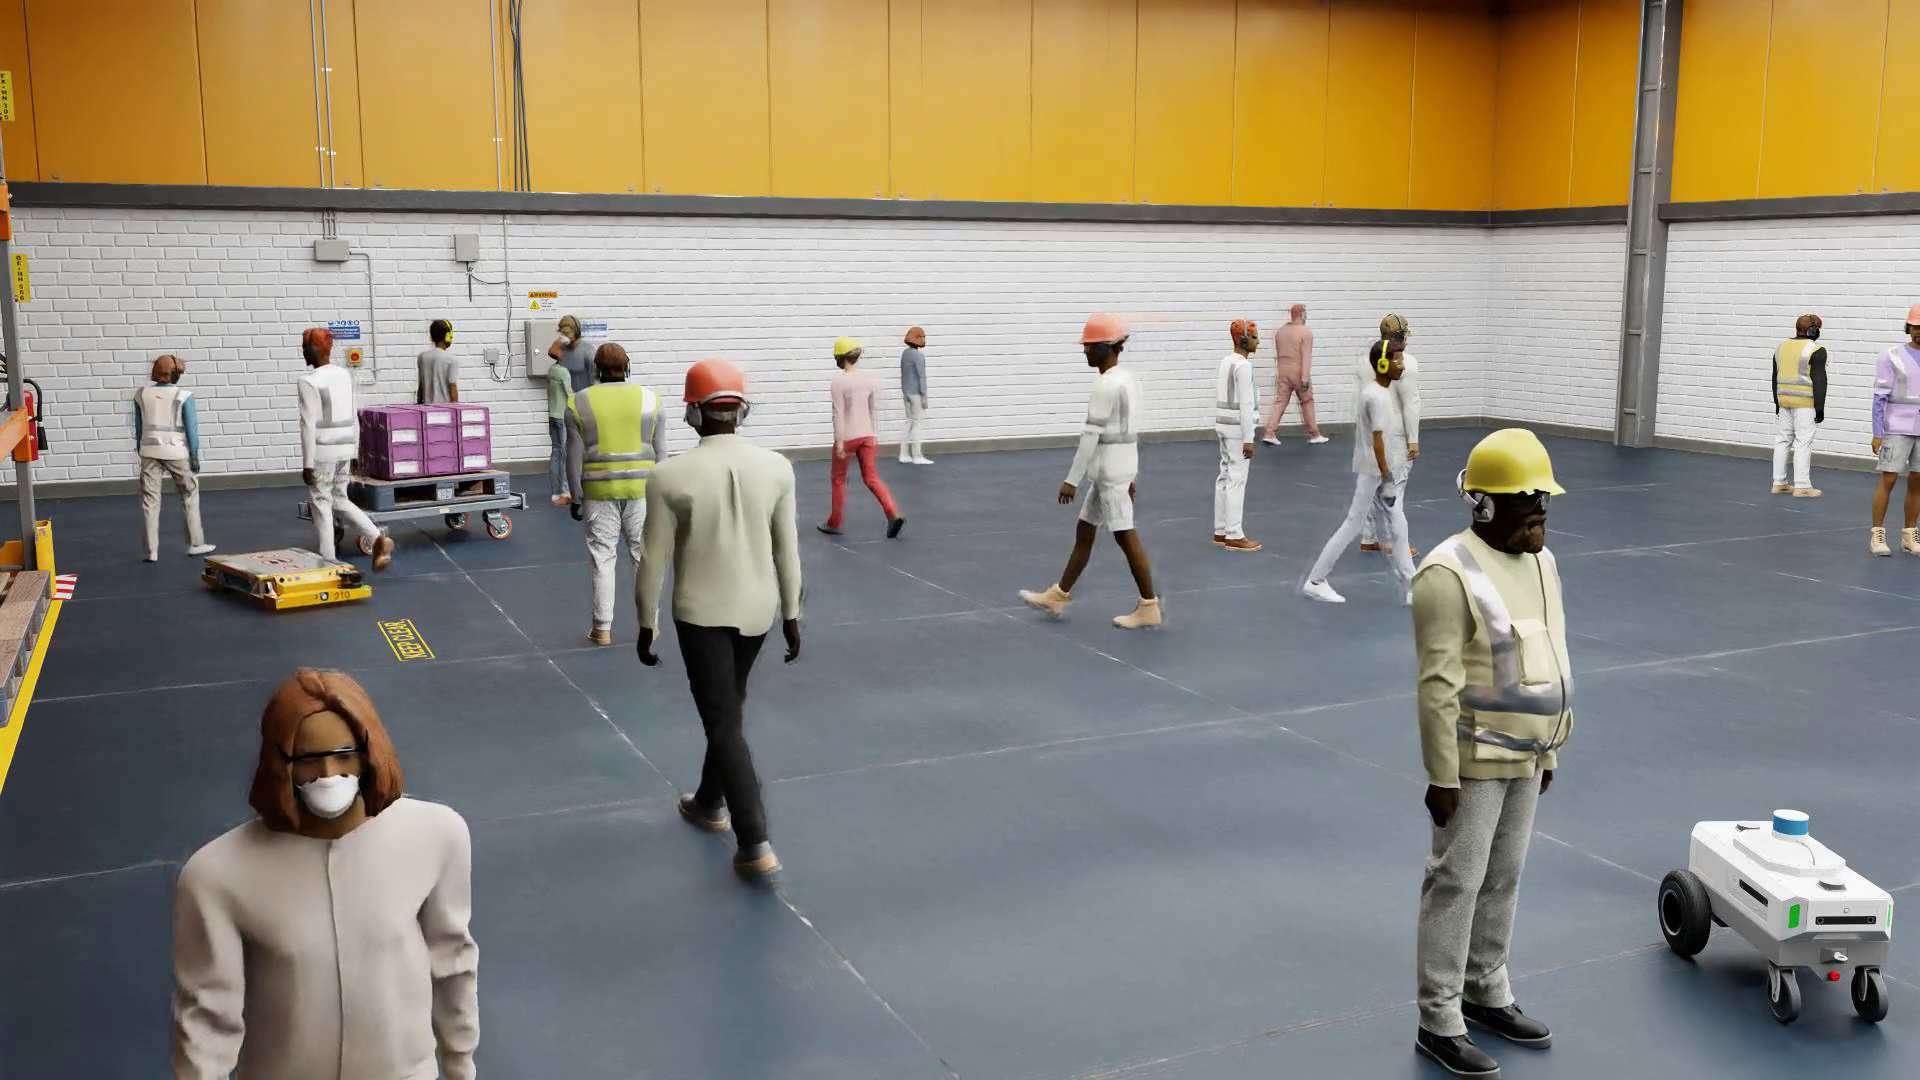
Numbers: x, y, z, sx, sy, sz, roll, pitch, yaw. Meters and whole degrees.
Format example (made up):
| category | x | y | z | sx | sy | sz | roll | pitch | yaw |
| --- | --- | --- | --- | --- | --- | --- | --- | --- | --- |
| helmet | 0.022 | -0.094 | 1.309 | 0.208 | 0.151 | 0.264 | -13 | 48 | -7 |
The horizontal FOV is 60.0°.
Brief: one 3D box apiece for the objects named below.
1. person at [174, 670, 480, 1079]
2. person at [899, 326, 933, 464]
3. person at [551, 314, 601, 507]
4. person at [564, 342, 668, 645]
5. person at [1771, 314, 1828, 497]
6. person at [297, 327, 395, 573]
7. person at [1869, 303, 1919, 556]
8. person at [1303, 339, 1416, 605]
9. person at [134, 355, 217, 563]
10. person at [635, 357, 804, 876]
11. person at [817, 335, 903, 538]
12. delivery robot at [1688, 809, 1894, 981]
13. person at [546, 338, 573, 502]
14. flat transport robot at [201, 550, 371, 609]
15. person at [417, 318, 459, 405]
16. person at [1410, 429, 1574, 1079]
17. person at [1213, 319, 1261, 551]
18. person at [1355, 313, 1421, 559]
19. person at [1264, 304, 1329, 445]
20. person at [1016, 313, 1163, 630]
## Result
| category | x | y | z | sx | sy | sz | roll | pitch | yaw |
| --- | --- | --- | --- | --- | --- | --- | --- | --- | --- |
| person | -1.091 | 1.009 | 2.935 | 0.520 | 1.584 | 0.868 | -5 | 10 | -26 |
| person | -0.529 | -1.707 | 19.645 | 0.273 | 1.634 | 0.507 | -5 | 10 | -28 |
| person | -3.597 | -1.280 | 16.303 | 0.642 | 1.879 | 1.001 | 6 | 11 | 34 |
| person | -2.090 | -0.281 | 10.148 | 0.624 | 1.844 | 0.429 | -3 | 10 | -19 |
| person | 8.521 | -1.362 | 16.849 | 0.429 | 1.842 | 0.632 | -3 | 10 | -17 |
| person | -4.536 | -0.612 | 12.110 | 0.637 | 1.869 | 0.591 | 3 | 10 | 17 |
| person | 7.568 | -0.873 | 13.203 | 0.612 | 2.039 | 0.390 | 0 | 9 | 2 |
| person | 2.813 | -0.448 | 11.268 | 0.989 | 1.828 | 0.552 | 3 | 10 | 20 |
| person | -6.236 | -0.642 | 13.099 | 0.519 | 1.610 | 0.555 | 0 | 9 | 0 |
| person | -0.913 | 0.273 | 6.396 | 0.630 | 1.950 | 1.009 | -6 | 11 | -33 |
| person | -0.869 | -0.876 | 14.150 | 0.819 | 1.733 | 0.529 | 8 | 12 | 42 |
| delivery robot | 2.616 | 1.100 | 5.268 | 0.477 | 0.478 | 0.707 | 0 | 9 | -1 |
| person | -3.873 | -1.169 | 16.294 | 0.279 | 1.633 | 0.497 | -7 | 12 | -38 |
| flat transport robot | -4.755 | 0.253 | 11.689 | 0.652 | 0.197 | 1.431 | -8 | 12 | -42 |
| person | -4.964 | -1.158 | 15.640 | 0.512 | 1.836 | 0.777 | 4 | 10 | 25 |
| person | 1.519 | 0.595 | 4.734 | 0.600 | 1.831 | 0.404 | -8 | 12 | -42 |
| person | 2.265 | -0.856 | 13.577 | 0.342 | 1.882 | 0.579 | -1 | 9 | -9 |
| person | 3.400 | -0.821 | 13.193 | 0.373 | 1.940 | 0.630 | -6 | 11 | -31 |
| person | 4.406 | -2.168 | 21.826 | 0.973 | 1.857 | 0.658 | -7 | 11 | -36 |
| person | 0.835 | -0.422 | 10.529 | 1.020 | 1.990 | 0.638 | 2 | 9 | 14 |
